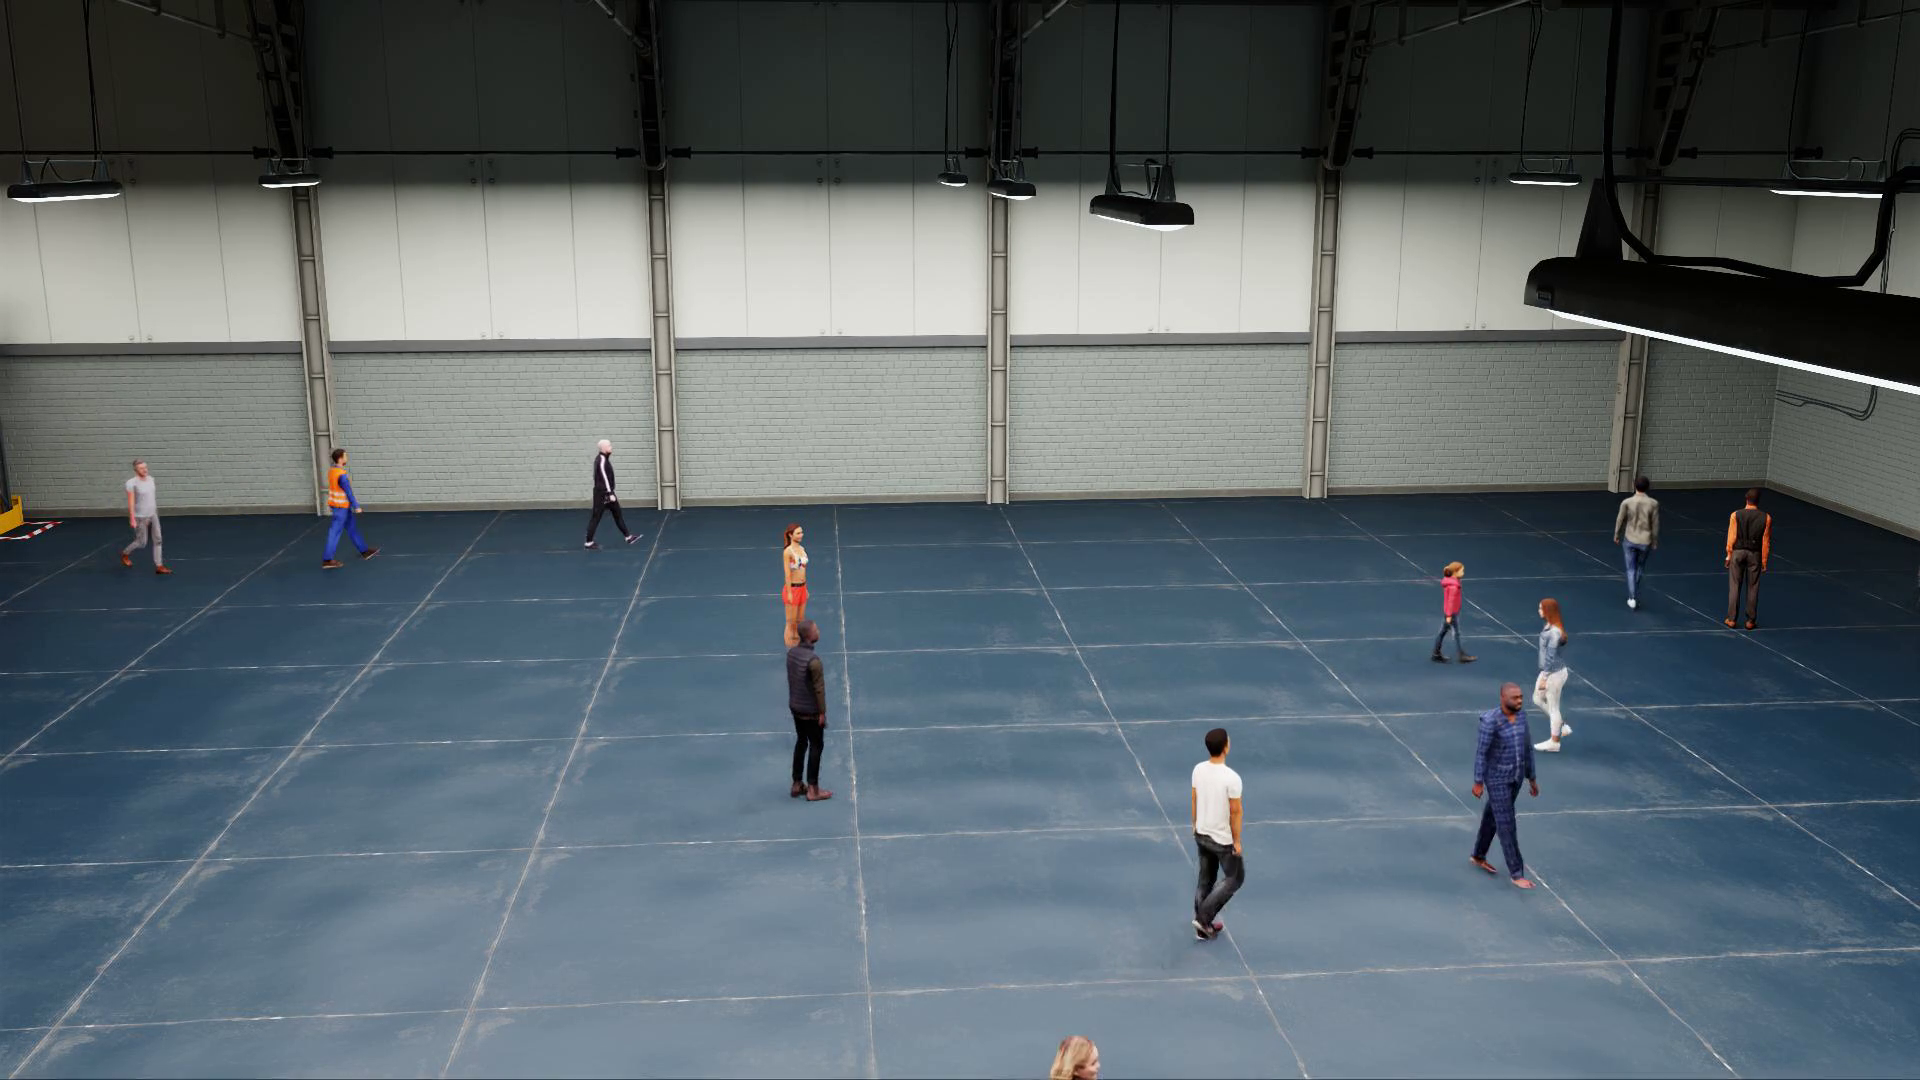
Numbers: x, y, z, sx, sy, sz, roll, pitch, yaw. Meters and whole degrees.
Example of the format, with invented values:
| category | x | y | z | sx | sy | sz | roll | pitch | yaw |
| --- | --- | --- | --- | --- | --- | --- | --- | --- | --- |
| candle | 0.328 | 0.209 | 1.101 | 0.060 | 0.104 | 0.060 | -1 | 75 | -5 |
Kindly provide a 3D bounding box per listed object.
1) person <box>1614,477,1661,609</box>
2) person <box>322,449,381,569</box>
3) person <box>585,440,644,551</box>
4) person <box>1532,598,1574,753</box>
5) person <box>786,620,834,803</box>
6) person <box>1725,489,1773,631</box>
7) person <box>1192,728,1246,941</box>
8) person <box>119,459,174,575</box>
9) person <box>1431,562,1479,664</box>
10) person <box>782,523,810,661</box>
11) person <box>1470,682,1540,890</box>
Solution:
| category | x | y | z | sx | sy | sz | roll | pitch | yaw |
| --- | --- | --- | --- | --- | --- | --- | --- | --- | --- |
| person | 9.545 | 0.064 | 23.440 | 1.156 | 1.822 | 1.018 | 3 | 13 | 13 |
| person | -9.648 | -0.452 | 25.684 | 1.276 | 1.814 | 1.076 | -9 | 16 | -35 |
| person | -5.837 | -0.692 | 26.776 | 1.178 | 1.789 | 0.770 | -2 | 13 | -10 |
| person | 6.426 | 1.448 | 17.763 | 0.764 | 1.685 | 0.695 | 2 | 13 | 8 |
| person | -1.543 | 1.672 | 16.465 | 0.809 | 1.836 | 0.808 | -9 | 16 | -35 |
| person | 10.622 | 0.246 | 22.463 | 0.723 | 1.907 | 0.855 | 5 | 14 | 22 |
| person | 2.006 | 2.406 | 13.387 | 0.888 | 1.794 | 0.832 | -12 | 18 | -42 |
| person | -12.455 | -0.345 | 25.255 | 1.166 | 1.800 | 0.945 | 3 | 13 | 14 |
| person | 6.104 | 0.916 | 20.920 | 0.850 | 1.298 | 0.679 | 3 | 13 | 13 |
| person | -2.079 | 0.663 | 20.920 | 0.714 | 1.792 | 0.681 | 7 | 15 | 27 |
| person | 4.735 | 2.100 | 14.712 | 1.079 | 1.792 | 1.015 | -8 | 15 | -30 |
